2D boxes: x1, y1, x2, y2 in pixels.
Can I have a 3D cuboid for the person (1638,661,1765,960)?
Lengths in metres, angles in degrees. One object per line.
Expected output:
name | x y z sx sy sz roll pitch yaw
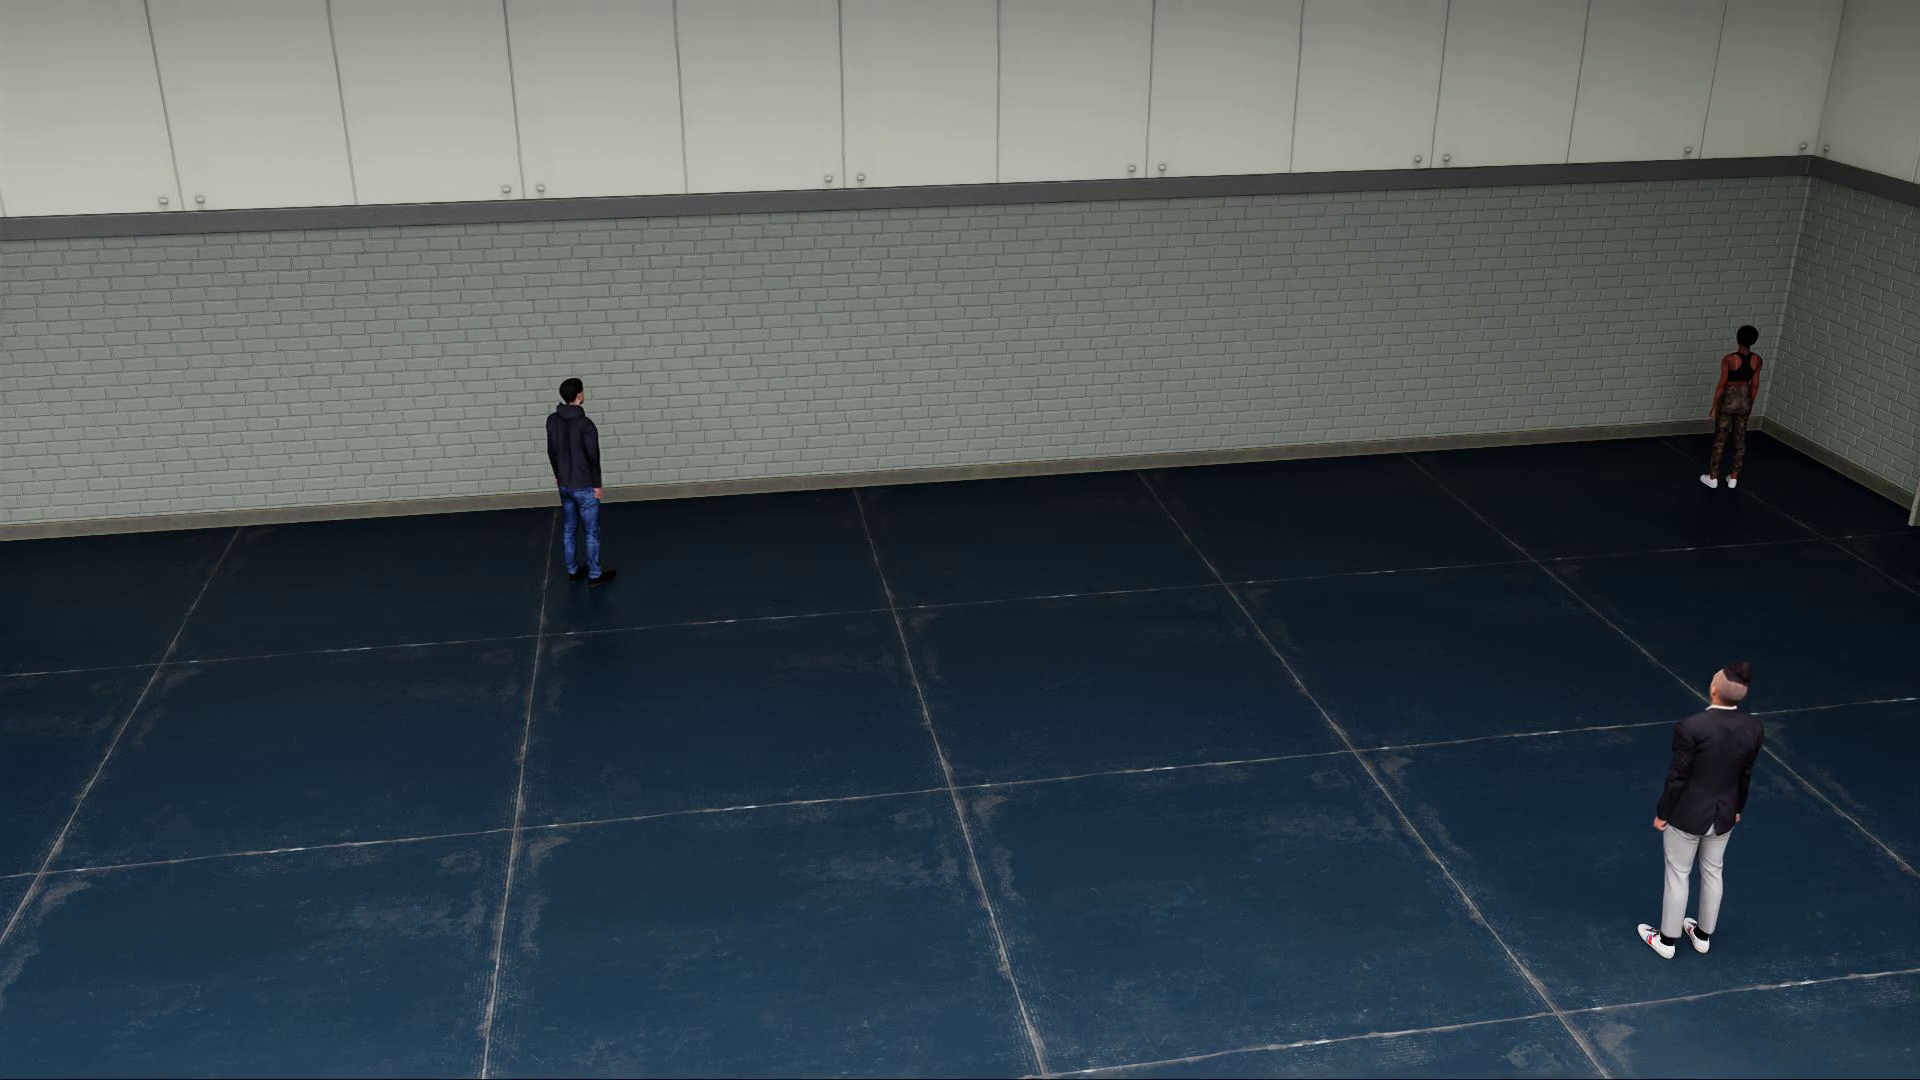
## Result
person | 4.348 1.556 9.713 0.703 1.950 0.564 -4 23 -8

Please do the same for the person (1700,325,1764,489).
person | 7.859 -1.362 16.893 0.624 1.700 0.582 1 23 2

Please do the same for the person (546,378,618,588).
person | -3.370 -0.507 14.638 0.758 1.893 0.785 12 26 25
